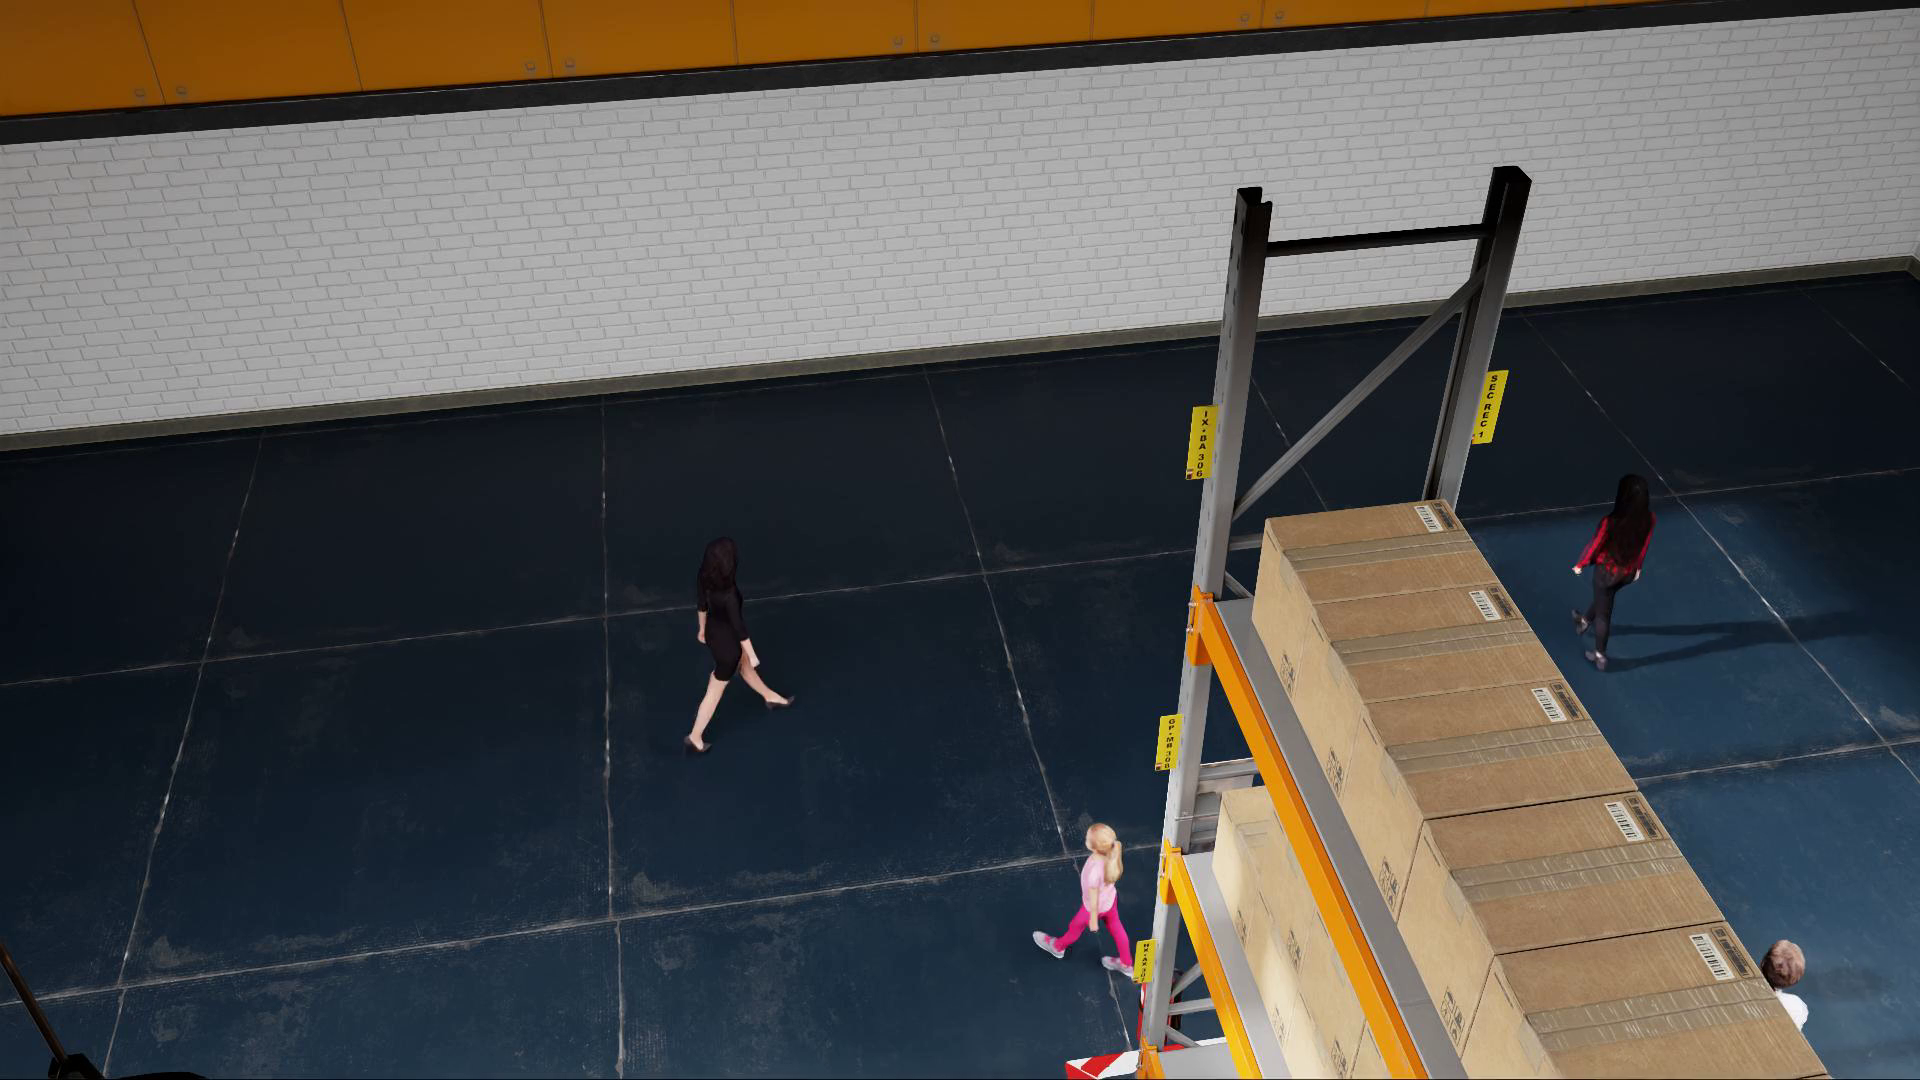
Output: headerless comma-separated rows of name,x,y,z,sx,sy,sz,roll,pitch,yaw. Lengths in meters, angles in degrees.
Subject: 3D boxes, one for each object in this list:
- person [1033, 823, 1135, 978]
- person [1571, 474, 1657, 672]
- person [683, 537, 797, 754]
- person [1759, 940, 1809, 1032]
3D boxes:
person,0.890,2.181,9.974,0.893,1.242,0.889,19,42,22
person,4.774,0.281,12.034,0.634,1.640,0.846,-9,39,-11
person,-1.674,0.781,11.322,0.971,1.747,1.156,-21,43,-24
person,4.110,2.774,8.770,0.742,1.818,0.809,-3,39,-4
